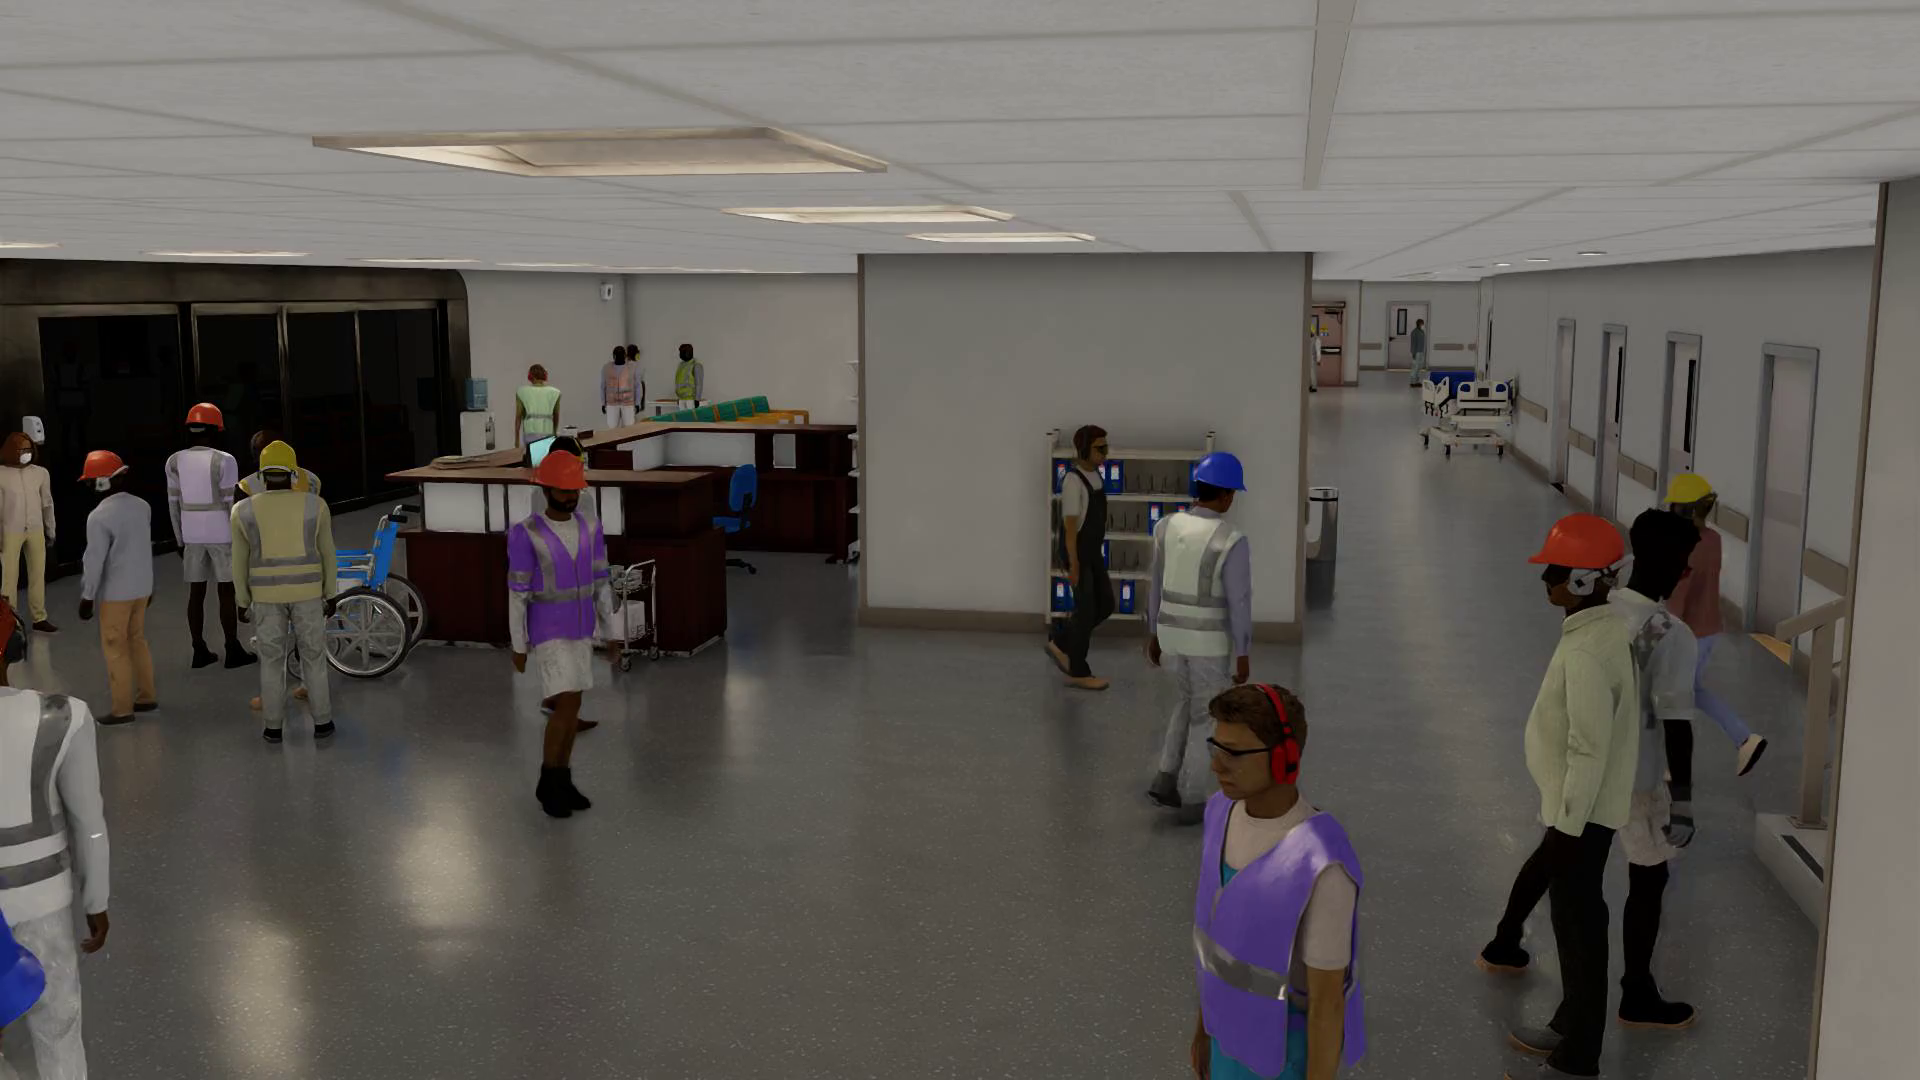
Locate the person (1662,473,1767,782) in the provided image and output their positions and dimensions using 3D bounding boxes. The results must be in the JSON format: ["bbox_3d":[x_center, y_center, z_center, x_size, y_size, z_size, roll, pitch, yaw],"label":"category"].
[{"bbox_3d":[4.068,0.510,9.086,0.542,1.747,0.529,7,11,41],"label":"person"}]

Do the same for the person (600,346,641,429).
[{"bbox_3d":[-5.427,-2.175,26.574,0.634,1.842,0.429,-1,9,-3],"label":"person"}]

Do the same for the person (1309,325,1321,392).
[{"bbox_3d":[9.416,-4.853,44.548,0.526,1.790,0.769,-3,9,-20],"label":"person"}]

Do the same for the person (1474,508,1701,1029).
[{"bbox_3d":[2.415,0.840,6.260,0.583,1.939,0.840,-4,9,-23],"label":"person"}]

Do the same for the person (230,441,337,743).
[{"bbox_3d":[-4.081,0.315,10.076,0.589,1.834,0.403,-3,9,-21],"label":"person"}]

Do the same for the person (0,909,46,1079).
[{"bbox_3d":[-1.561,1.418,2.521,0.422,1.917,0.645,-3,9,-22],"label":"person"}]

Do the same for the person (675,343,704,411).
[{"bbox_3d":[-4.571,-2.382,27.970,0.430,1.839,0.619,-8,11,-41],"label":"person"}]

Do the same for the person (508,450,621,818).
[{"bbox_3d":[-2.040,0.487,8.663,0.514,1.919,0.546,6,11,36],"label":"person"}]

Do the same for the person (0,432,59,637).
[{"bbox_3d":[-7.408,-0.043,13.159,0.285,1.627,0.504,5,10,32],"label":"person"}]

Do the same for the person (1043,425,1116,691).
[{"bbox_3d":[0.839,0.118,11.390,0.459,1.829,0.540,4,9,25],"label":"person"}]

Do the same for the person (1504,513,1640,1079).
[{"bbox_3d":[2.091,0.899,5.664,0.382,1.994,0.613,4,9,23],"label":"person"}]

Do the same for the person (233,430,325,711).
[{"bbox_3d":[-4.448,0.199,10.848,0.429,1.838,0.621,6,10,34],"label":"person"}]

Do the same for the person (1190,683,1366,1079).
[{"bbox_3d":[0.749,1.234,3.973,0.376,1.836,0.564,-3,9,-19],"label":"person"}]

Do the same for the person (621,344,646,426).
[{"bbox_3d":[-5.410,-2.276,27.234,0.559,1.851,0.375,-4,10,-27],"label":"person"}]

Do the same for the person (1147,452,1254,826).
[{"bbox_3d":[1.239,0.509,8.478,0.443,1.924,0.629,-7,11,-39],"label":"person"}]

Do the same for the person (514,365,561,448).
[{"bbox_3d":[-5.341,-1.311,21.022,0.602,1.793,0.848,-3,9,-21],"label":"person"}]

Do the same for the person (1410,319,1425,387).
[{"bbox_3d":[12.854,-5.250,46.712,0.369,1.924,0.640,7,11,40],"label":"person"}]

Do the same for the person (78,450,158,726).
[{"bbox_3d":[-5.302,0.297,10.476,0.359,1.742,0.571,1,9,4],"label":"person"}]

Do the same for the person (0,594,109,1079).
[{"bbox_3d":[-2.825,1.073,4.895,0.589,1.881,0.357,-4,9,-25],"label":"person"}]

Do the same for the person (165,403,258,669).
[{"bbox_3d":[-5.415,-0.027,12.030,0.542,1.929,0.369,1,9,6],"label":"person"}]

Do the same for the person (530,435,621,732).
[{"bbox_3d":[-2.392,0.284,10.258,0.543,1.849,0.429,8,11,41],"label":"person"}]
